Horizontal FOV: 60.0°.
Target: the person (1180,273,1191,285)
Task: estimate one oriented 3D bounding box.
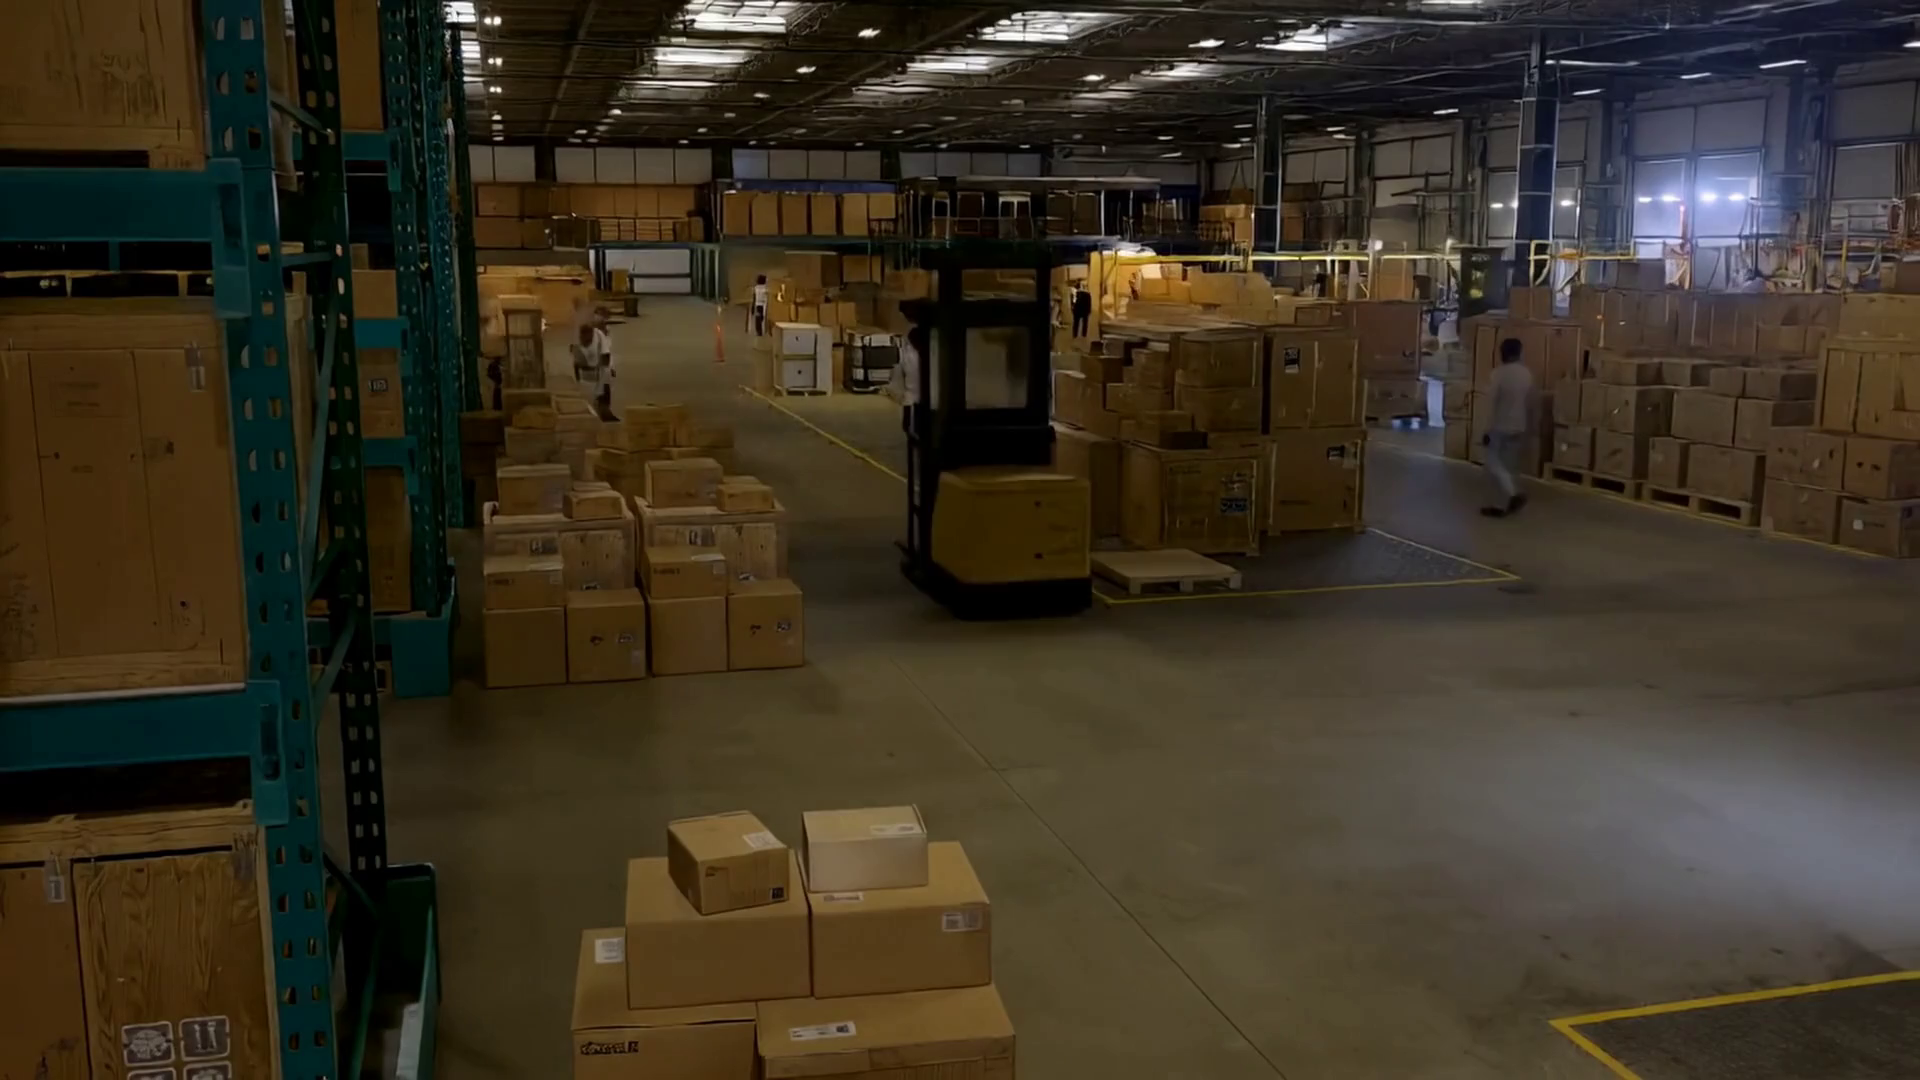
[{"bbox_3d":[8.439,-9.067,62.376,0.354,1.876,0.574,-5,11,-27],"label":"person"}]

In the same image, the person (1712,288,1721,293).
[{"bbox_3d":[19.775,-5.712,43.624,0.605,1.809,0.936,6,12,31],"label":"person"}]

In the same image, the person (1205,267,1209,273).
[{"bbox_3d":[11.436,-11.689,77.077,0.392,1.922,0.592,9,13,41],"label":"person"}]

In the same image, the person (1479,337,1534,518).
[{"bbox_3d":[5.751,-1.161,17.437,0.650,1.927,0.563,-7,12,-35],"label":"person"}]

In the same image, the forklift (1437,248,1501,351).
[{"bbox_3d":[12.424,-5.609,39.935,1.129,2.768,1.873,-3,10,-15],"label":"forklift"}]

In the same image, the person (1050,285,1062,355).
[{"bbox_3d":[2.490,-5.832,44.100,0.320,1.858,0.522,-9,13,-41],"label":"person"}]

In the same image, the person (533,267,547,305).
[{"bbox_3d":[-18.896,-11.306,74.889,0.663,1.932,1.052,-2,10,-12],"label":"person"}]

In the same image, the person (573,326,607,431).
[{"bbox_3d":[-5.795,-2.492,25.772,0.841,1.655,0.538,7,12,34],"label":"person"}]

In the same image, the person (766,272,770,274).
[{"bbox_3d":[-7.279,-9.208,63.117,0.545,1.903,0.946,1,10,6],"label":"person"}]

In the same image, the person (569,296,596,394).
[{"bbox_3d":[-7.426,-3.791,32.425,0.970,1.892,0.638,5,11,24],"label":"person"}]

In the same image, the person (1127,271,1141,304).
[{"bbox_3d":[6.578,-9.215,63.026,0.640,1.932,0.440,8,13,40],"label":"person"}]

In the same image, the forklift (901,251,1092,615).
[{"bbox_3d":[0.289,-0.930,13.437,1.129,2.768,1.873,-3,10,-16],"label":"forklift"}]

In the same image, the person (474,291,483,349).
[{"bbox_3d":[-13.406,-6.162,45.864,0.650,1.893,0.622,3,10,16],"label":"person"}]

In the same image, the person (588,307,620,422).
[{"bbox_3d":[-5.825,-2.823,26.949,0.559,1.909,0.653,3,10,15],"label":"person"}]

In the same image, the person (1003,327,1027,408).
[{"bbox_3d":[0.990,-2.636,25.775,0.877,1.952,0.643,7,12,36],"label":"person"}]

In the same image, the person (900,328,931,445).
[{"bbox_3d":[-0.641,-2.224,24.112,0.321,1.697,0.530,10,14,44],"label":"person"}]

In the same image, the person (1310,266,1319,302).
[{"bbox_3d":[17.733,-12.759,83.186,0.390,1.911,0.585,-7,12,-33],"label":"person"}]

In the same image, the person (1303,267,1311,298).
[{"bbox_3d":[18.367,-13.492,87.593,0.628,1.809,0.813,-4,11,-24],"label":"person"}]

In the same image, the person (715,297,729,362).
[{"bbox_3d":[-5.927,-5.225,41.305,0.314,1.629,0.508,-2,10,-14],"label":"person"}]

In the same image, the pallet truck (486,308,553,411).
[{"bbox_3d":[-6.242,-2.418,24.362,0.823,1.965,1.885,1,10,3],"label":"pallet truck"}]

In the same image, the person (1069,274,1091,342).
[{"bbox_3d":[3.651,-7.004,50.210,0.690,2.000,0.537,-3,11,-18],"label":"person"}]

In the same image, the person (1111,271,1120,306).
[{"bbox_3d":[6.238,-9.818,66.590,0.355,1.885,0.575,3,10,14],"label":"person"}]

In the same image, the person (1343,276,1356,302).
[{"bbox_3d":[18.648,-12.015,79.230,0.533,1.808,1.013,-8,13,-40],"label":"person"}]

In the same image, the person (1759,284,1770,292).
[{"bbox_3d":[21.168,-5.778,43.730,0.769,1.886,0.655,-6,12,-32],"label":"person"}]

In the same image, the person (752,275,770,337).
[{"bbox_3d":[-6.323,-7.439,52.885,0.617,1.964,0.361,5,11,27],"label":"person"}]

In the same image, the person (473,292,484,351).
[{"bbox_3d":[-13.175,-5.870,44.811,0.715,1.679,0.523,-9,14,-42],"label":"person"}]

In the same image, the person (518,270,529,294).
[{"bbox_3d":[-20.925,-12.075,79.838,0.510,1.704,0.854,-2,10,-13],"label":"person"}]

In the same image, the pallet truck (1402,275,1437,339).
[{"bbox_3d":[14.620,-7.324,52.145,0.823,1.965,1.885,8,13,40],"label":"pallet truck"}]
